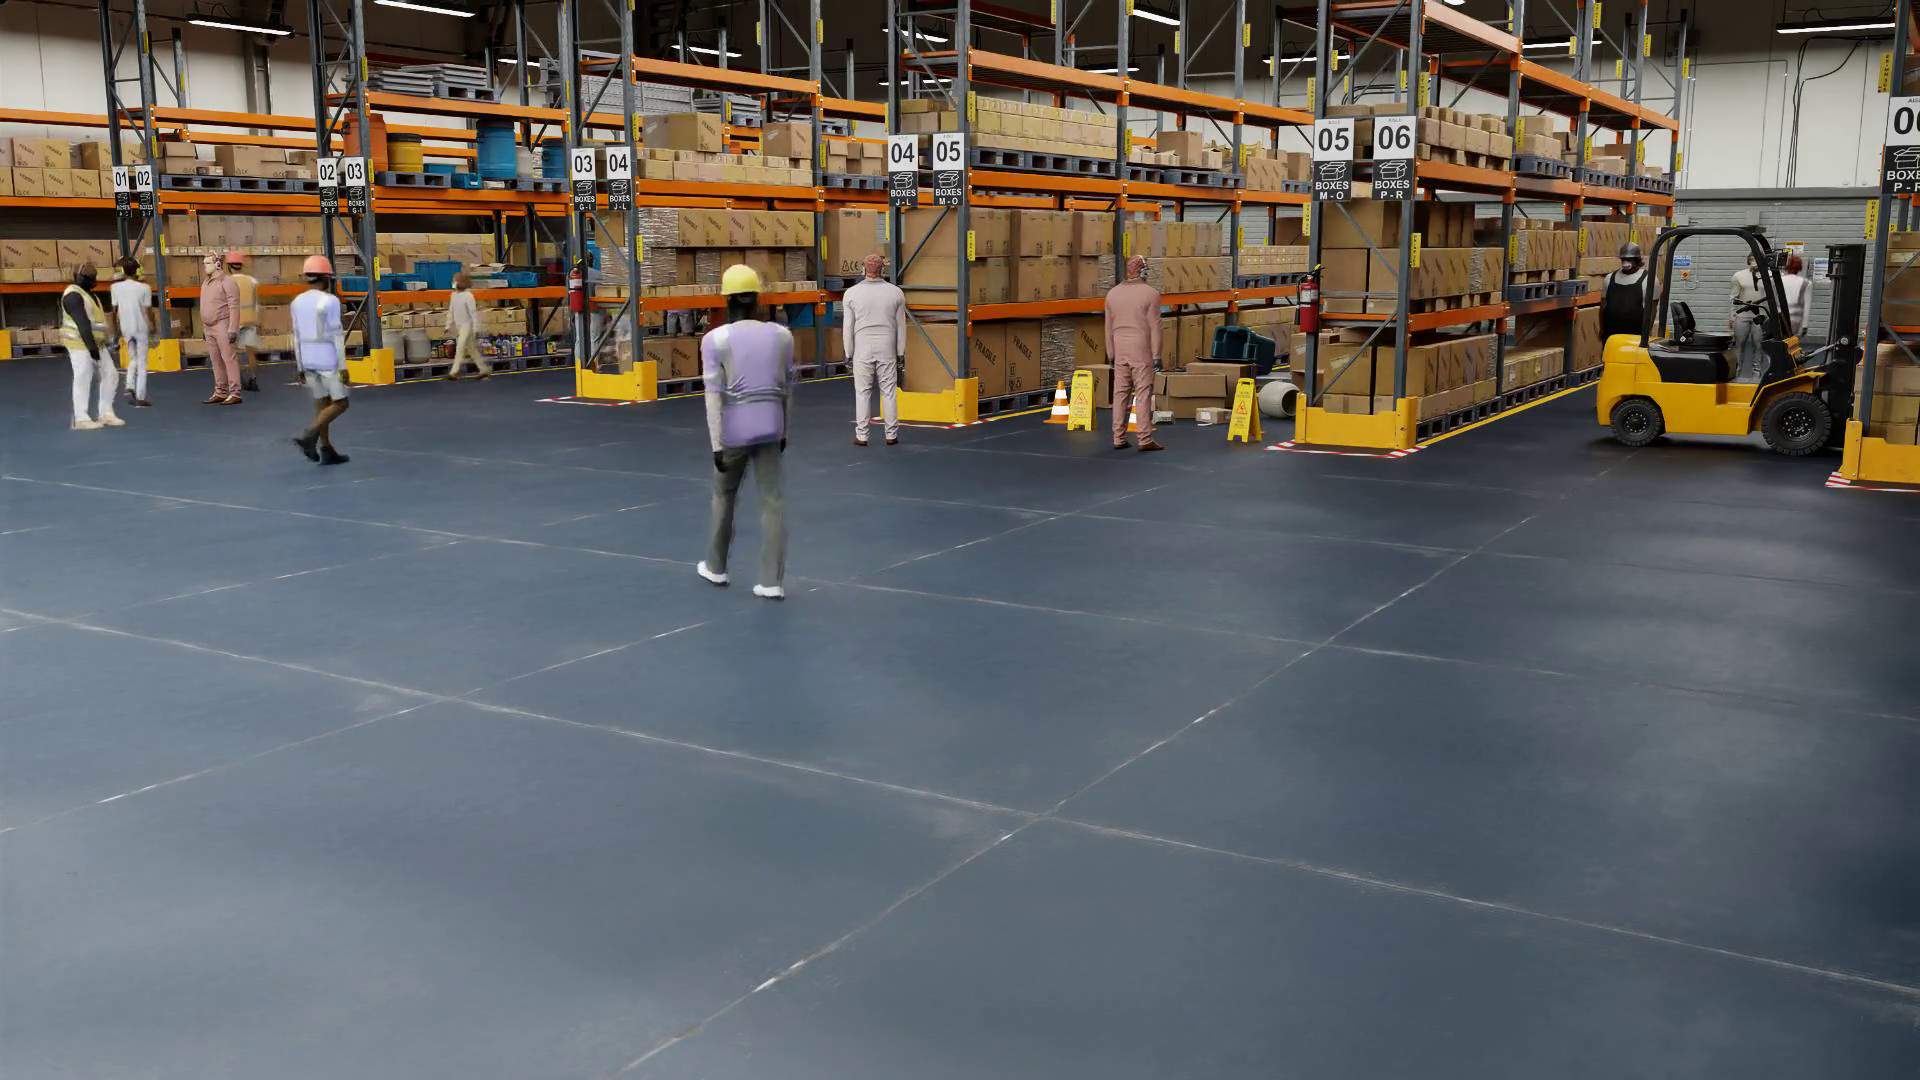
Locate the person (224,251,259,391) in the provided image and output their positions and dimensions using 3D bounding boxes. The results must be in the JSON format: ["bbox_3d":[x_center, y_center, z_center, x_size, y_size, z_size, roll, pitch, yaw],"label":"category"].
[{"bbox_3d":[-9.852,-2.983,22.757,0.527,1.919,0.561,9,13,40],"label":"person"}]

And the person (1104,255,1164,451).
[{"bbox_3d":[1.726,-1.823,16.273,0.640,1.910,0.401,9,14,42],"label":"person"}]

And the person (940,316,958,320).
[{"bbox_3d":[0.001,-3.319,24.896,0.617,1.821,0.458,6,12,31],"label":"person"}]

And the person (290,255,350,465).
[{"bbox_3d":[-5.816,-1.608,15.028,0.560,1.920,0.566,5,11,27],"label":"person"}]

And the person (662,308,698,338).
[{"bbox_3d":[-4.244,-3.496,25.262,0.611,2.042,0.396,3,11,17],"label":"person"}]

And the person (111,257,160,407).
[{"bbox_3d":[-10.184,-2.562,20.570,0.524,1.849,0.396,0,10,2],"label":"person"}]

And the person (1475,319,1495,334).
[{"bbox_3d":[11.066,-5.139,34.794,0.663,1.923,0.658,10,14,44],"label":"person"}]

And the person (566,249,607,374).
[{"bbox_3d":[-5.526,-3.340,24.682,0.635,1.937,0.352,3,11,19],"label":"person"}]

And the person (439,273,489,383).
[{"bbox_3d":[-7.262,-3.094,24.286,0.497,1.586,0.873,9,14,42],"label":"person"}]

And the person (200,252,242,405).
[{"bbox_3d":[-9.335,-2.654,20.933,0.652,1.906,0.409,7,12,32],"label":"person"}]

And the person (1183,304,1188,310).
[{"bbox_3d":[4.069,-4.541,31.219,0.673,2.015,0.631,-7,12,-34],"label":"person"}]

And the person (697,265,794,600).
[{"bbox_3d":[-1.262,-0.630,9.643,0.598,1.889,0.906,-5,11,-28],"label":"person"}]

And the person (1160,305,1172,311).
[{"bbox_3d":[3.358,-3.730,27.695,0.533,1.652,0.907,9,14,42],"label":"person"}]

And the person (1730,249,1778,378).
[{"bbox_3d":[11.244,-3.145,23.594,0.629,1.940,0.376,6,12,32],"label":"person"}]

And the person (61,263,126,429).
[{"bbox_3d":[-9.428,-2.103,18.129,0.615,1.813,0.618,-1,10,-5],"label":"person"}]

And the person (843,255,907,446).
[{"bbox_3d":[-0.859,-1.891,16.660,0.642,1.909,0.409,-2,10,-11],"label":"person"}]

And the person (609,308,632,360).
[{"bbox_3d":[-5.498,-3.709,27.040,0.655,1.831,0.435,7,13,36],"label":"person"}]

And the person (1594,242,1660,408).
[{"bbox_3d":[8.104,-2.605,20.278,0.689,2.000,0.539,8,13,38],"label":"person"}]

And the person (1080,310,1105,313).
[{"bbox_3d":[2.190,-3.865,27.468,0.381,1.994,0.615,-9,14,-41],"label":"person"}]

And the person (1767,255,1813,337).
[{"bbox_3d":[11.659,-3.080,23.443,0.590,1.868,0.736,4,11,23],"label":"person"}]
